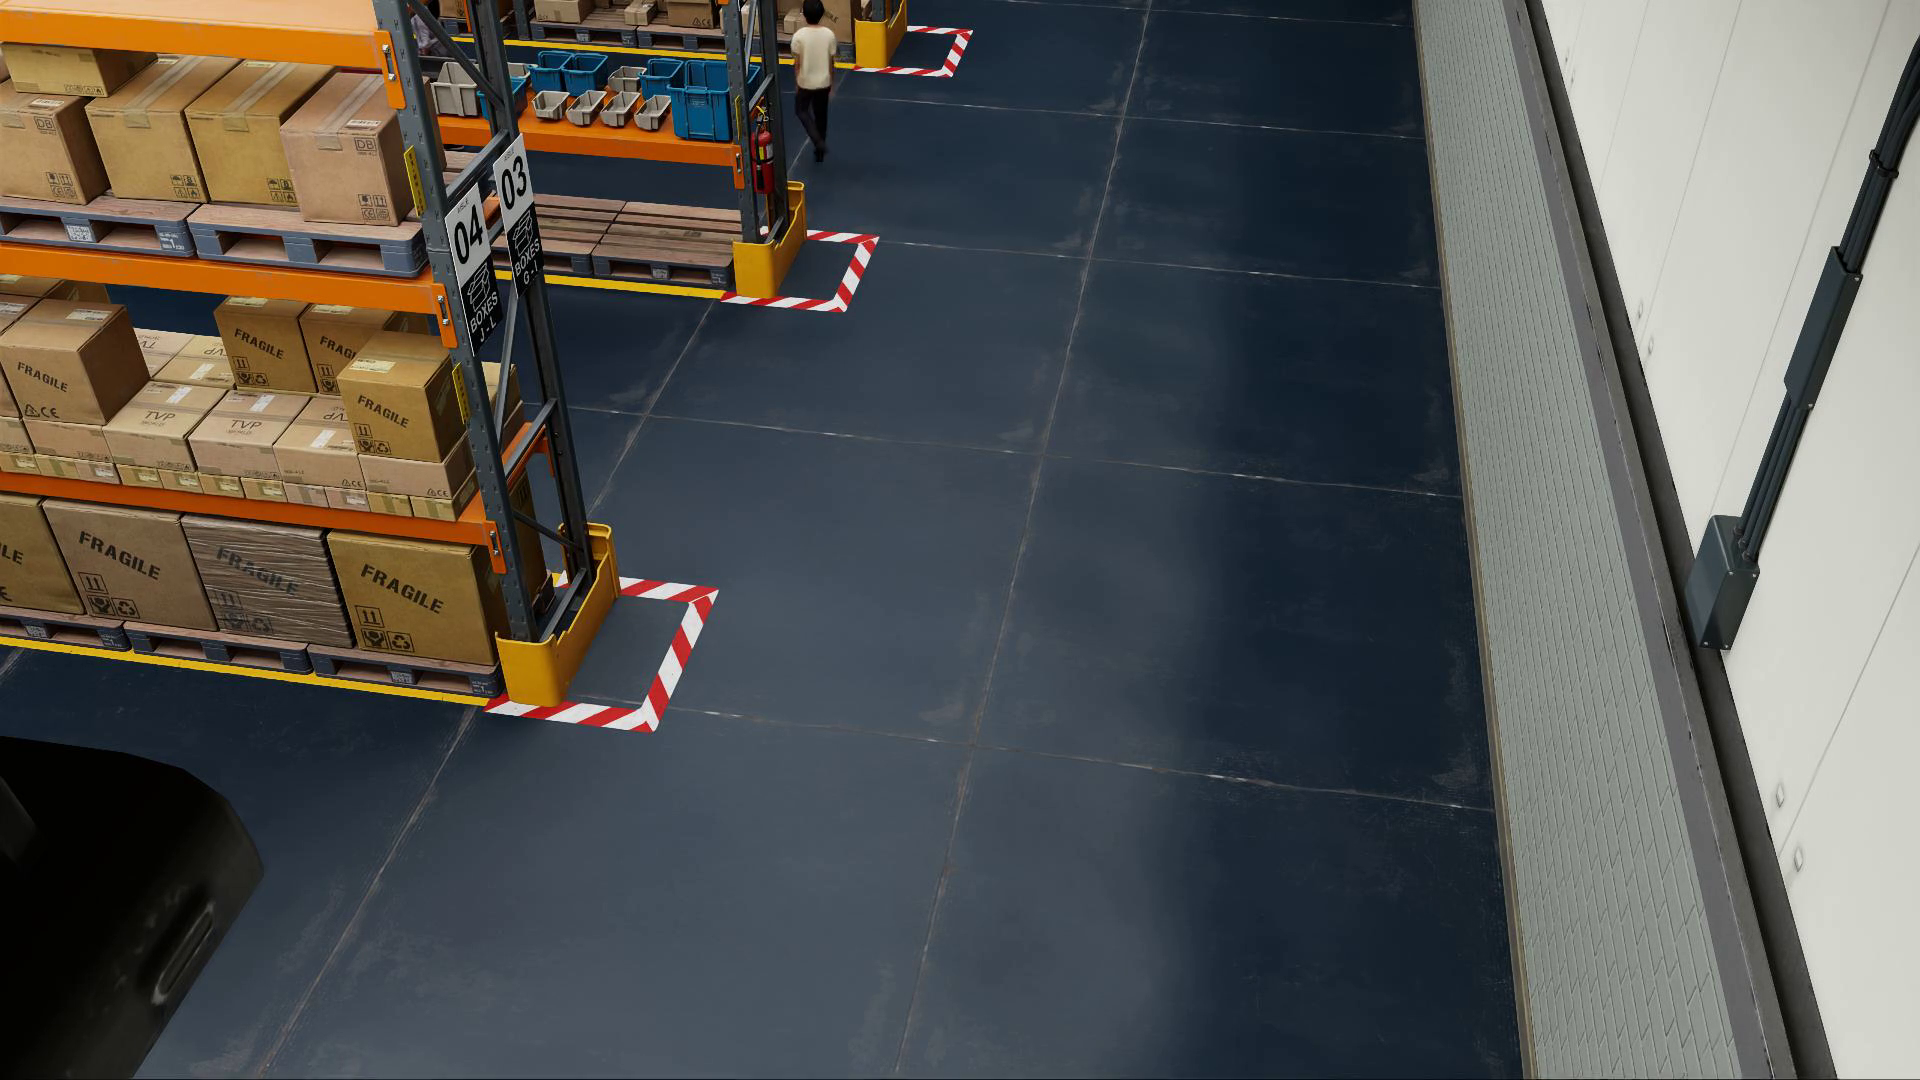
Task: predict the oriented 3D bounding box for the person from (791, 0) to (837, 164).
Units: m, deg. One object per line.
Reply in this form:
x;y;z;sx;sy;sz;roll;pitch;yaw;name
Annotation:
-1.325;-4.190;15.354;0.790;1.573;0.840;-16;41;-20;person

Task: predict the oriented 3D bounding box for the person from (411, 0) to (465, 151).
-4.909;-4.522;15.649;0.516;1.732;0.596;5;38;7;person
